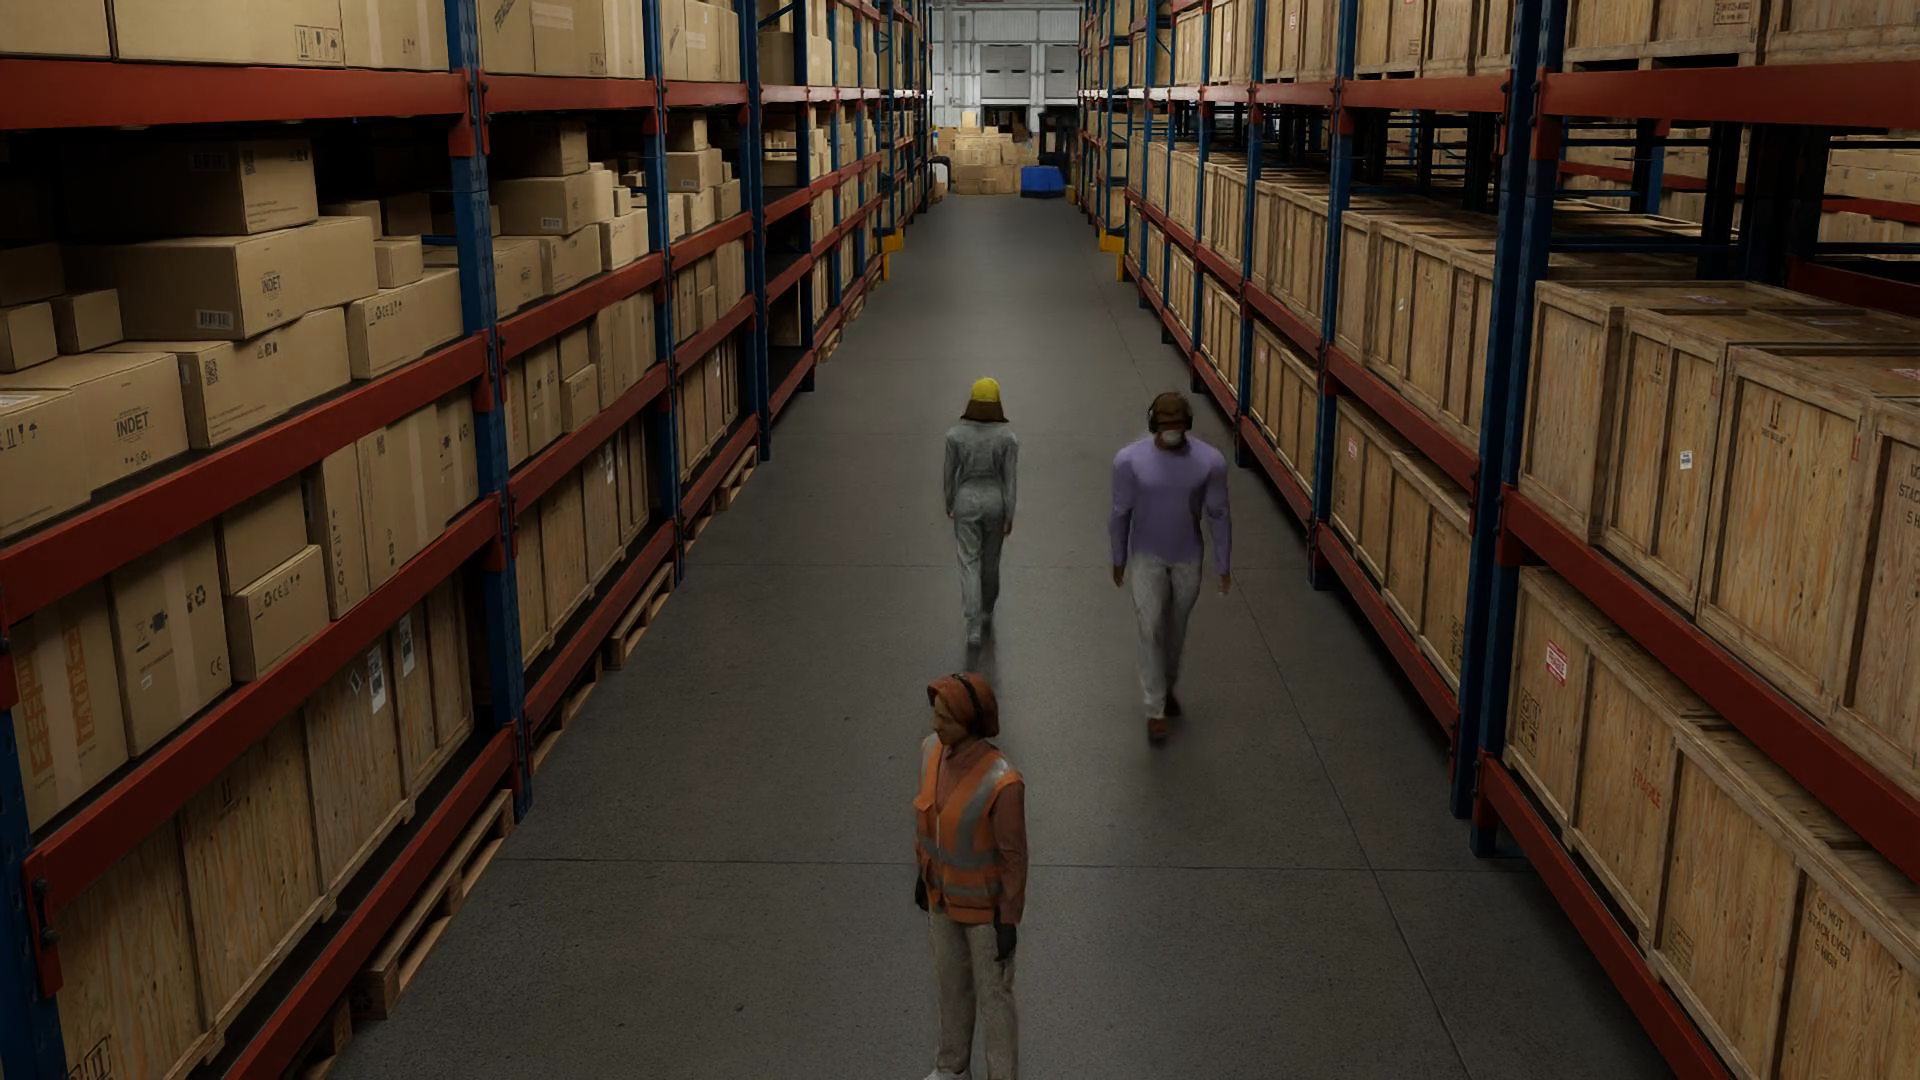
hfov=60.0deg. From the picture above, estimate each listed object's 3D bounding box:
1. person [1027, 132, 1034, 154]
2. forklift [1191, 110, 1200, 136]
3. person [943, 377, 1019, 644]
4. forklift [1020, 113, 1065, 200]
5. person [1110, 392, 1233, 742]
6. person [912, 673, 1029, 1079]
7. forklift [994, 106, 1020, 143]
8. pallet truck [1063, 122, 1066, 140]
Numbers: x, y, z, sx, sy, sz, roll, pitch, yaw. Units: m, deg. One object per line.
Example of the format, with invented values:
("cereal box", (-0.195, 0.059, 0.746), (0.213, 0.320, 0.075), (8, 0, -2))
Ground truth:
("person", (2.931, -16.212, 69.986), (0.998, 1.904, 0.623), (3, 15, 10))
("forklift", (9.373, -15.572, 65.728), (1.873, 2.768, 1.129), (6, 16, 21))
("person", (0.139, -0.204, 10.793), (0.482, 1.693, 0.909), (0, 15, -2))
("forklift", (3.010, -12.820, 55.491), (1.873, 2.768, 1.129), (-14, 20, -42))
("person", (1.161, 0.145, 9.102), (0.658, 1.893, 0.958), (0, 15, -1))
("person", (0.027, 1.220, 5.610), (0.310, 1.636, 0.523), (-12, 19, -37))
("forklift", (2.198, -20.346, 83.492), (1.129, 2.768, 1.873), (-7, 17, -24))
("pallet truck", (5.788, -21.111, 88.014), (1.885, 1.965, 0.823), (5, 16, 18))
